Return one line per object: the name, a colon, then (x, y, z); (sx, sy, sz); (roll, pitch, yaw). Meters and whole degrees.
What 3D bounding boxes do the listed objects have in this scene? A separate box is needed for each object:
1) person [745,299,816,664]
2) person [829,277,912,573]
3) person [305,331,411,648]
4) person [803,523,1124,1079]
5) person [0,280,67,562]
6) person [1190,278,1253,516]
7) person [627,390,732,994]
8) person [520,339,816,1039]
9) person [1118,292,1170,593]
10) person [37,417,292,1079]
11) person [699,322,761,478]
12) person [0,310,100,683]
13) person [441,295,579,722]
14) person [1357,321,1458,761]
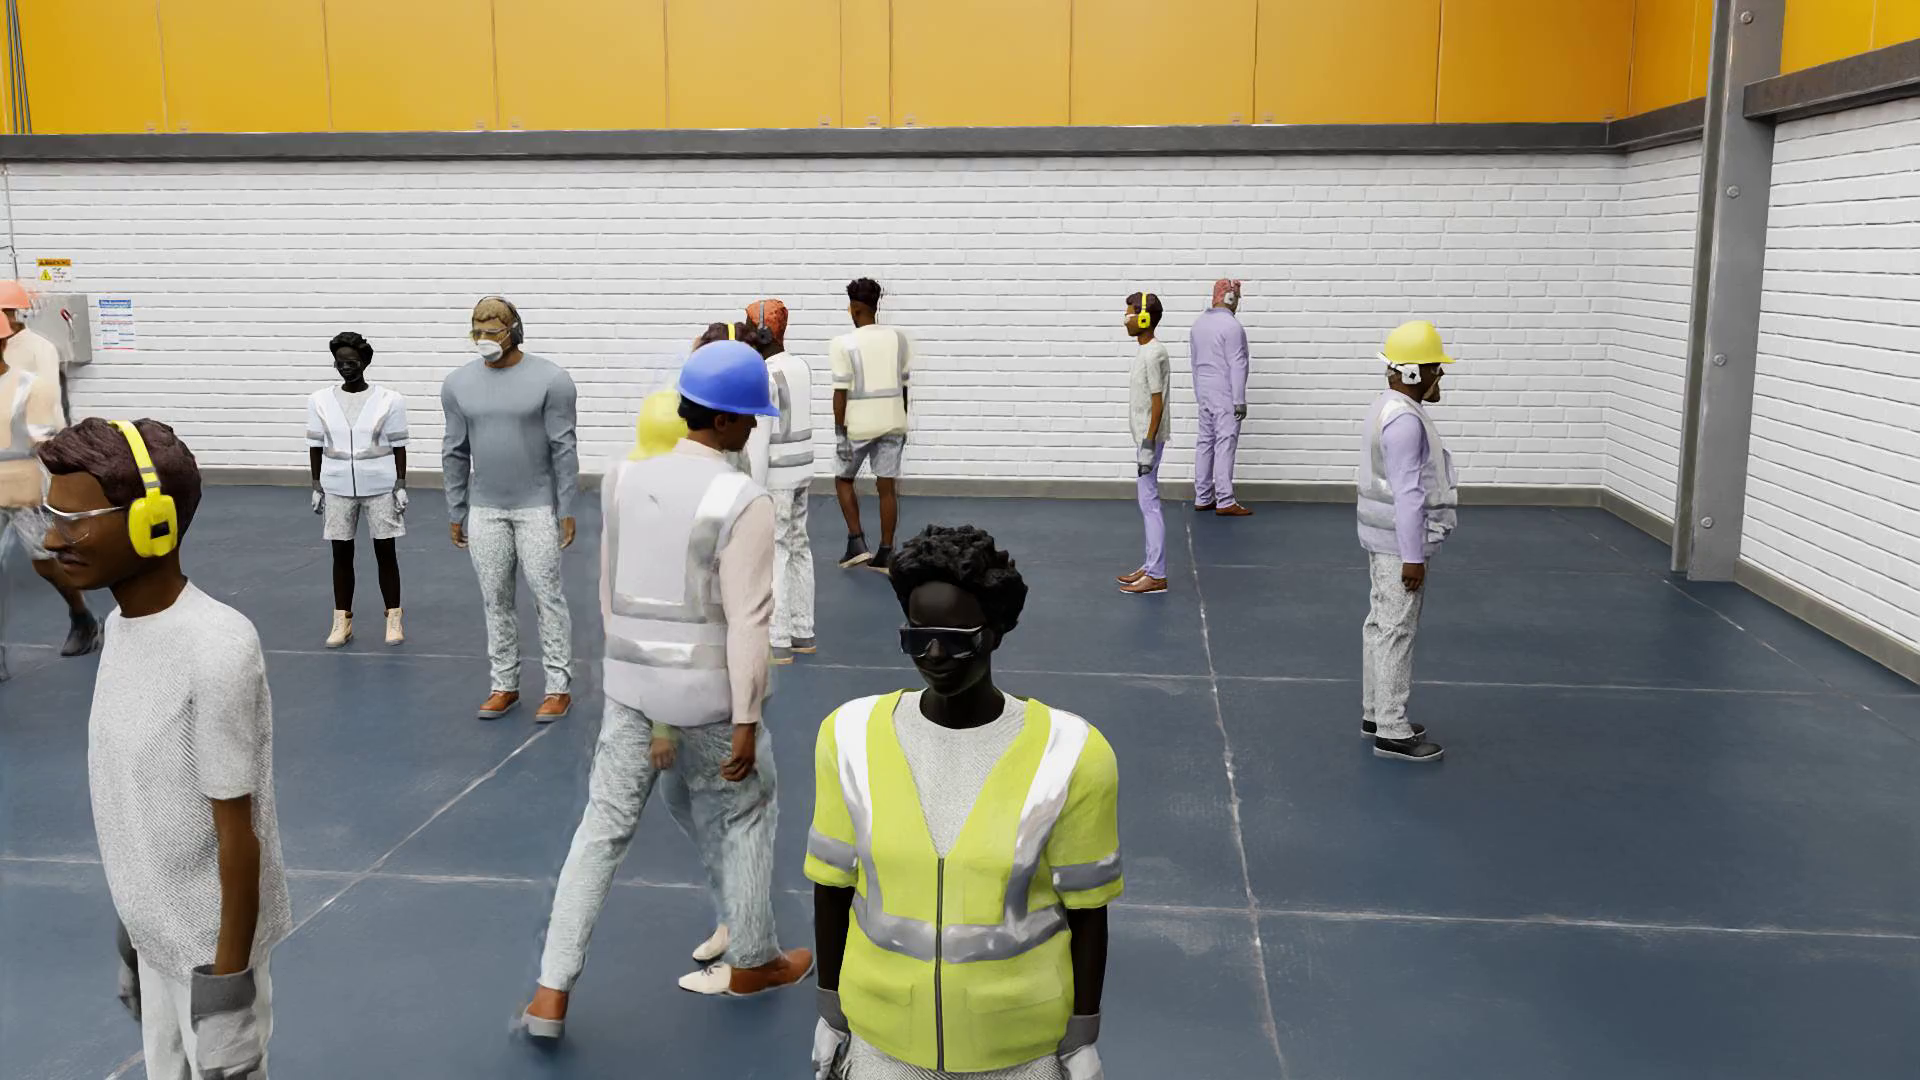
person: (-0.942, -0.297, 8.583); (0.359, 1.880, 0.575); (4, 11, 20)
person: (-0.588, -0.747, 10.942); (0.618, 1.947, 0.456); (-5, 11, -28)
person: (-3.220, -0.267, 8.923); (0.537, 1.696, 0.317); (-2, 10, -9)
person: (-0.003, 0.809, 2.764); (0.535, 1.697, 0.318); (2, 10, 11)
person: (-5.835, -0.638, 10.367); (0.639, 1.933, 1.035); (4, 11, 23)
person: (2.118, -1.148, 13.388); (0.407, 1.902, 0.639); (-5, 11, -25)
person: (-0.723, 0.443, 4.706); (0.396, 1.742, 0.558); (1, 10, 6)
person: (-0.814, 0.414, 4.511); (0.651, 1.902, 0.837); (6, 11, 29)
person: (1.153, -0.600, 10.340); (0.310, 1.868, 0.533); (1, 10, 5)
person: (-1.318, 0.717, 2.829); (0.505, 1.864, 0.331); (9, 14, 43)
person: (-0.904, 0.092, 6.428); (0.343, 1.857, 0.521); (-4, 11, -20)
person: (-4.734, -0.250, 8.323); (0.550, 1.887, 0.994); (0, 10, 0)
person: (-2.030, -0.136, 7.529); (0.636, 1.928, 0.383); (1, 10, 7)
person: (1.878, -0.001, 7.010); (0.404, 1.833, 0.586); (1, 10, 5)
